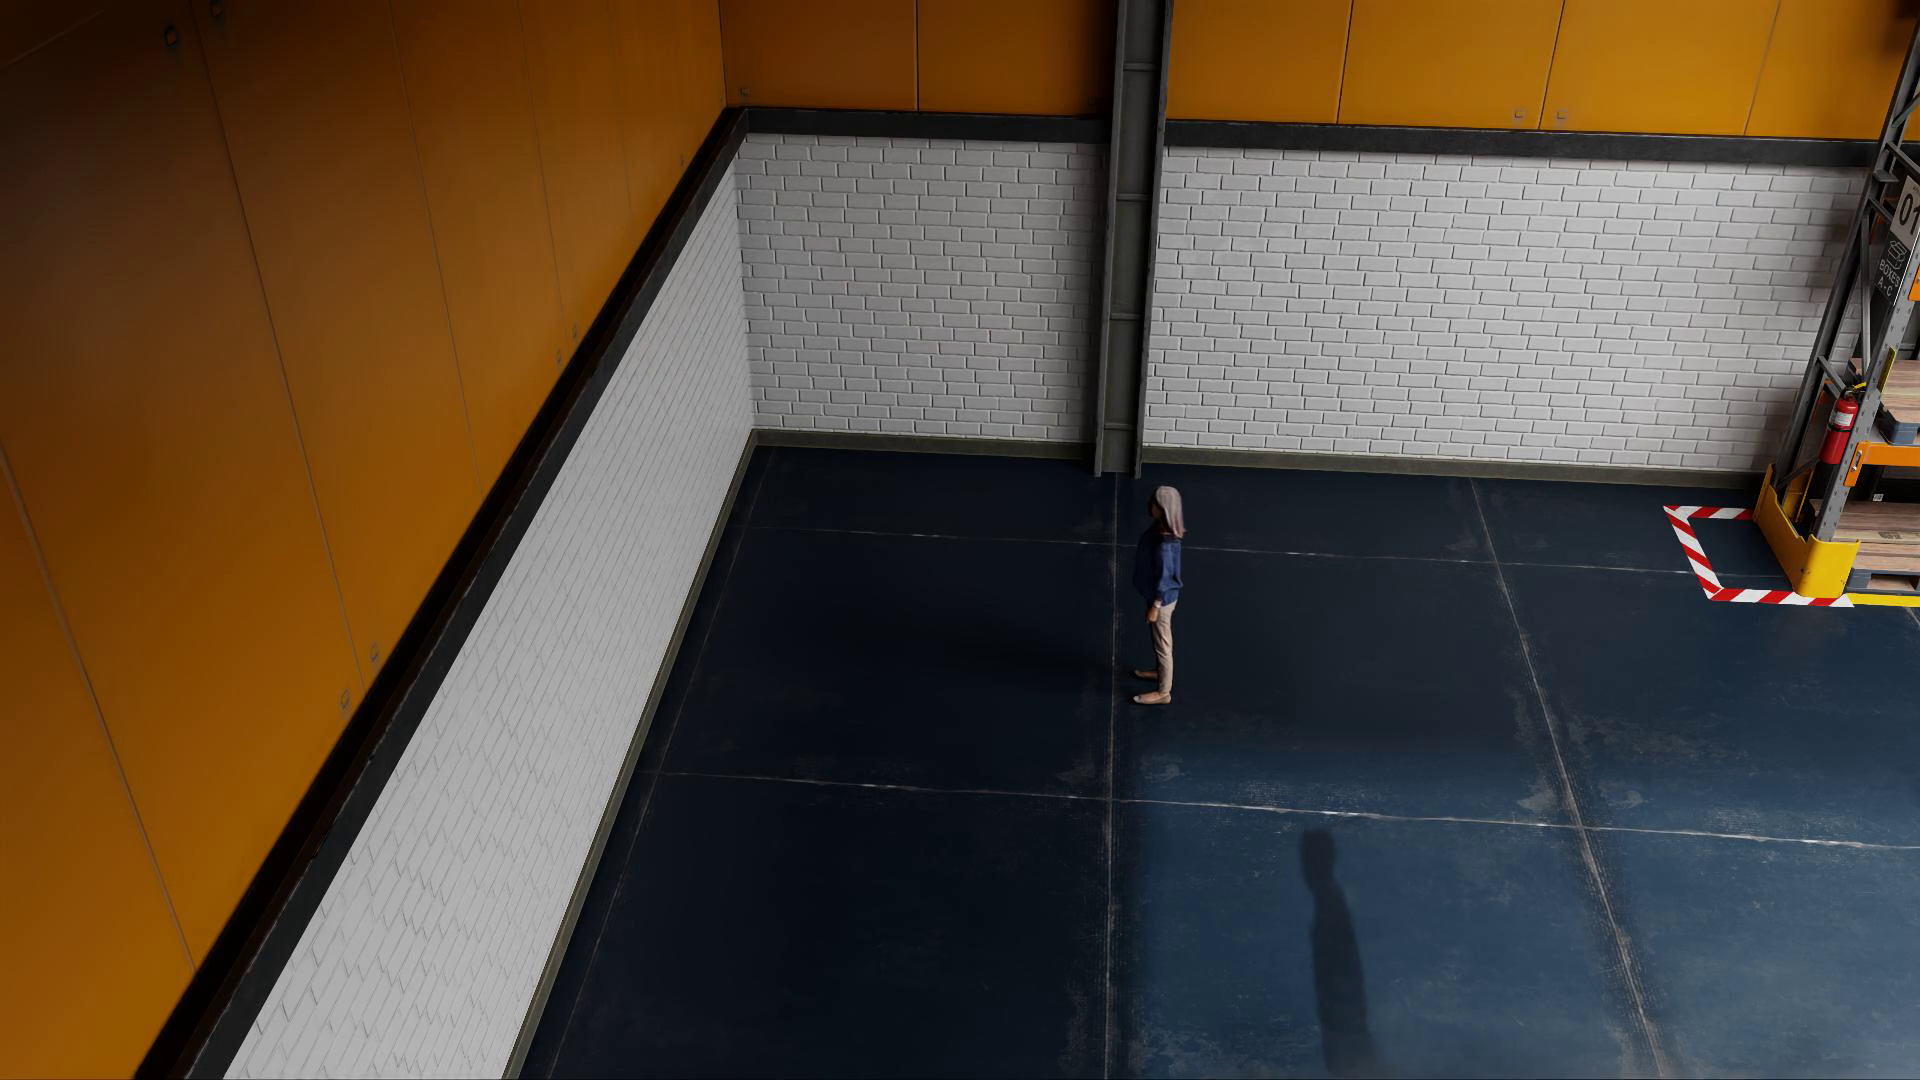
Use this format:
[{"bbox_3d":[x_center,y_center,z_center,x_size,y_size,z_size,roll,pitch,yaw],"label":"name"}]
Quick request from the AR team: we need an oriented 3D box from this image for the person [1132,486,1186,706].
[{"bbox_3d":[1.364,0.367,11.282,0.549,1.697,0.606,3,34,5],"label":"person"}]
